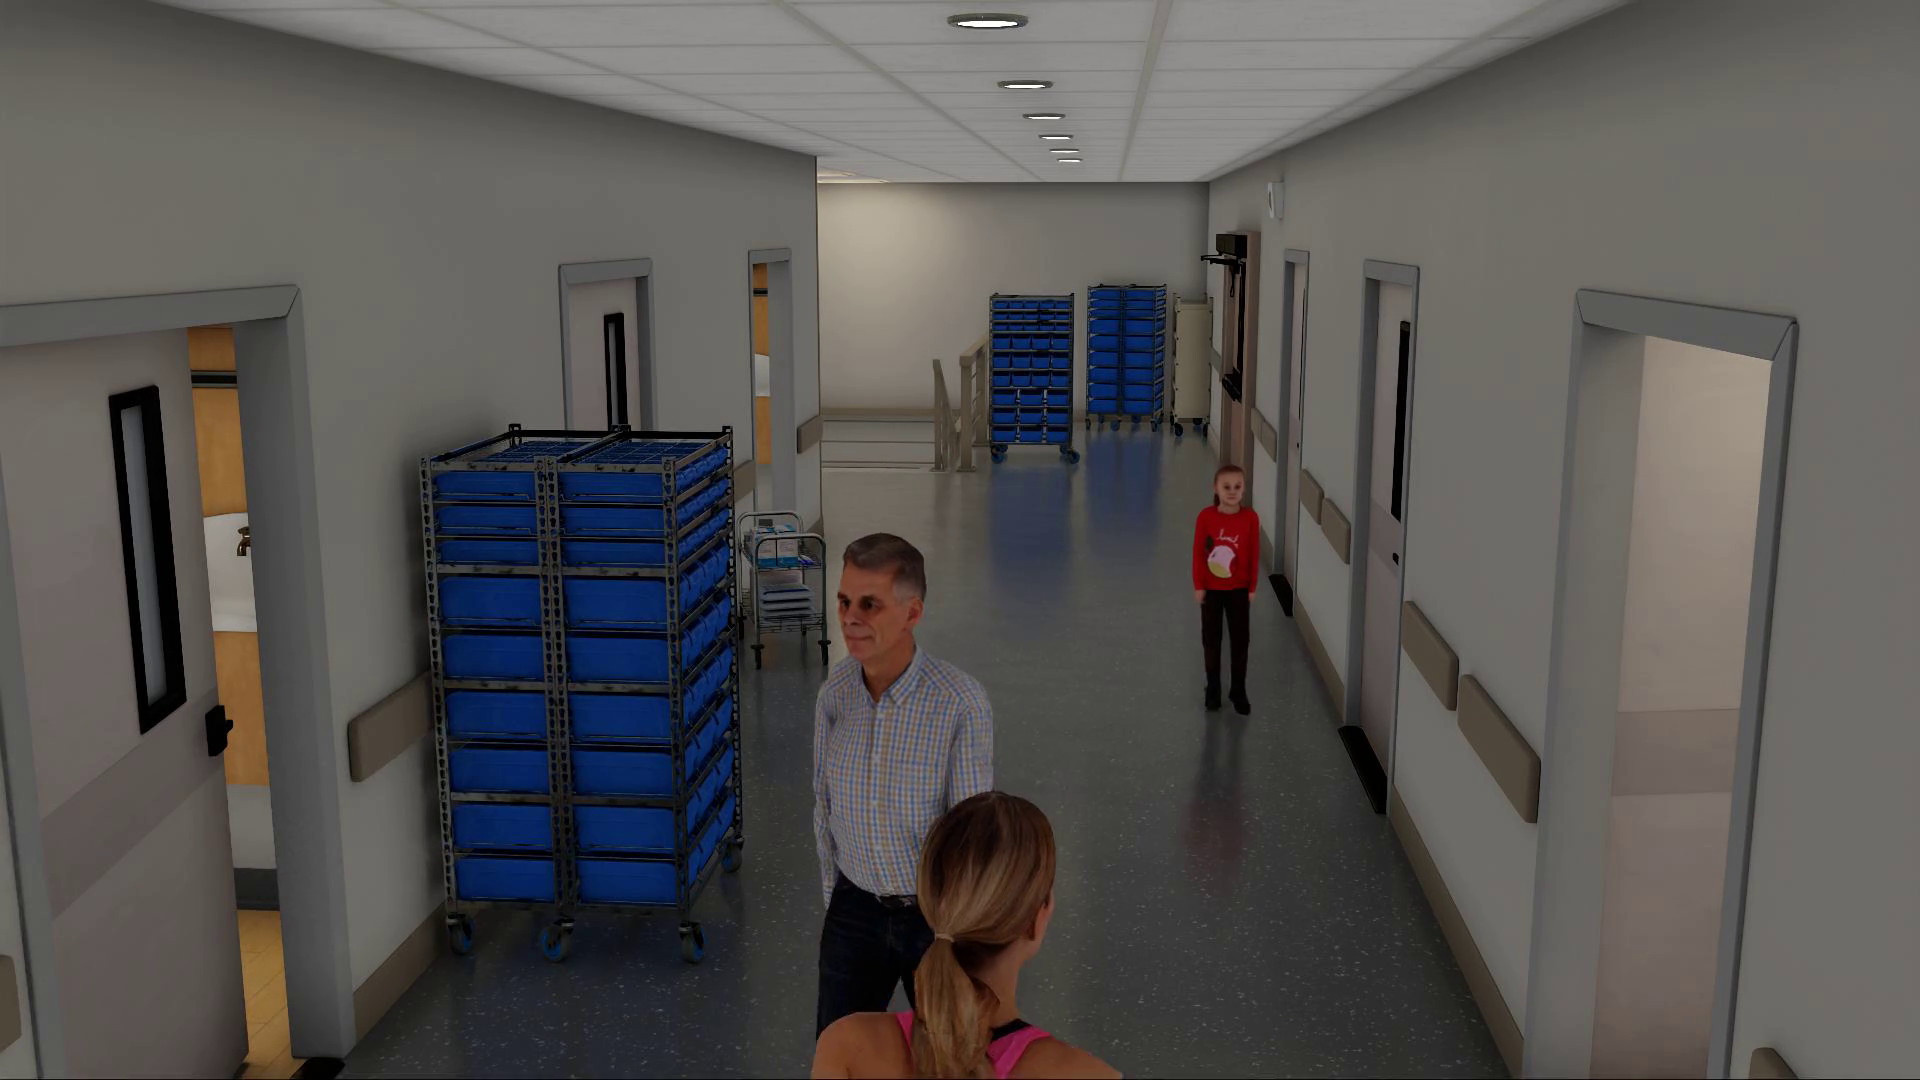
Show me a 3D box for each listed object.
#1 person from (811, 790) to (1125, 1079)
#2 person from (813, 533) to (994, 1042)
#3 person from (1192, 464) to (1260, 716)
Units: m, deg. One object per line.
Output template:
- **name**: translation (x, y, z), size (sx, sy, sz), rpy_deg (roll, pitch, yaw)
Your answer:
- **person**: translation (-0.035, 1.239, 2.069), size (0.889, 1.731, 1.243), rpy_deg (4, 12, 22)
- **person**: translation (-0.071, 0.854, 3.918), size (0.802, 1.799, 0.825), rpy_deg (5, 12, 23)
- **person**: translation (1.354, 0.236, 8.589), size (0.483, 1.270, 0.565), rpy_deg (1, 11, 5)
